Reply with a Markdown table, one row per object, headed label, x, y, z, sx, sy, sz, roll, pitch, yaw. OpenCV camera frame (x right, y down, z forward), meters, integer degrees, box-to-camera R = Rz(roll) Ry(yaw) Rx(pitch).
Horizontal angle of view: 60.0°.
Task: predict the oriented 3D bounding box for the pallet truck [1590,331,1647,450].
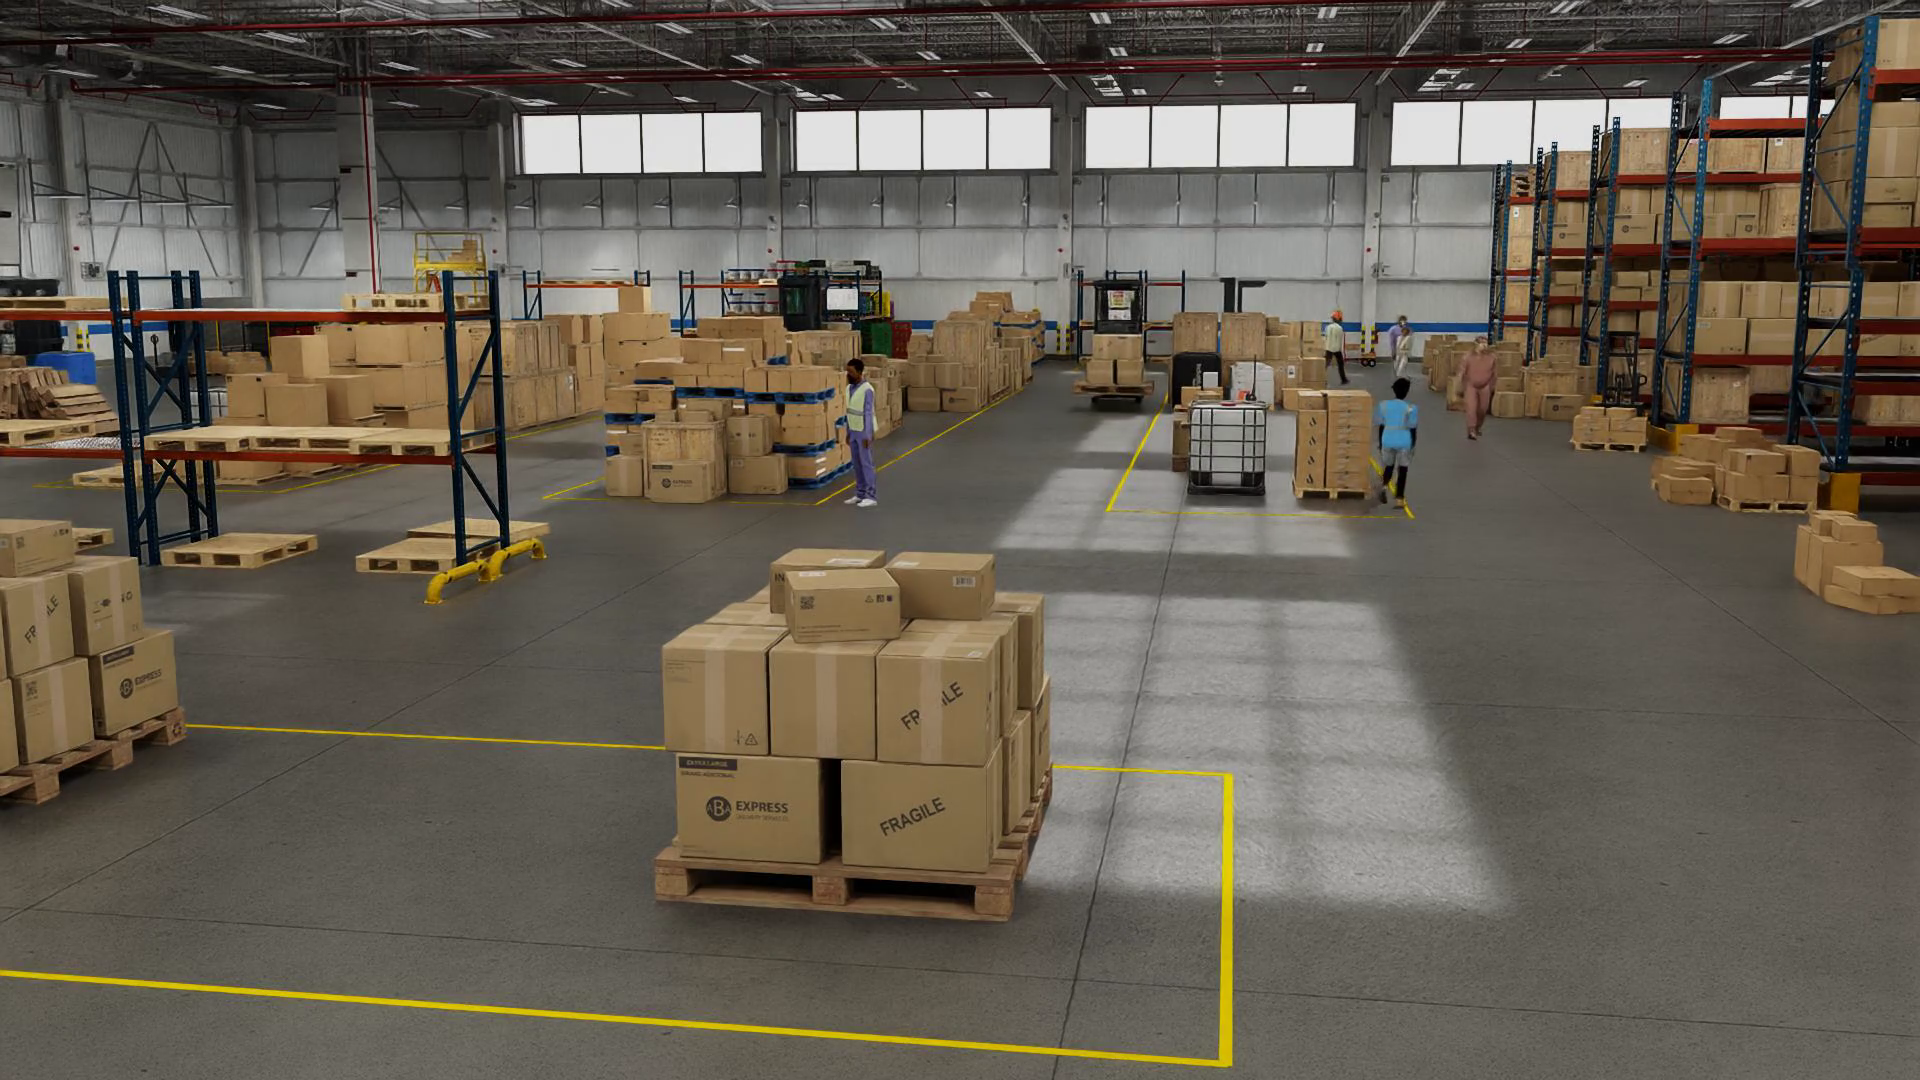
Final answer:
| label | x | y | z | sx | sy | sz | roll | pitch | yaw |
| --- | --- | --- | --- | --- | --- | --- | --- | --- | --- |
| pallet truck | 11.253 | -2.573 | 28.499 | 0.823 | 1.965 | 1.885 | 5 | 10 | 27 |

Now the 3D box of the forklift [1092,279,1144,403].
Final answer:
| label | x | y | z | sx | sy | sz | roll | pitch | yaw |
| --- | --- | --- | --- | --- | --- | --- | --- | --- | --- |
| forklift | 3.670 | -4.607 | 38.329 | 1.129 | 2.768 | 1.873 | 1 | 9 | 8 |

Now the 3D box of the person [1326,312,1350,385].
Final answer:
| label | x | y | z | sx | sy | sz | roll | pitch | yaw |
| --- | --- | --- | --- | --- | --- | --- | --- | --- | --- |
| person | 9.857 | -5.037 | 43.876 | 1.015 | 1.952 | 0.620 | -6 | 11 | -32 |

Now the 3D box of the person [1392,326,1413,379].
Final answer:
| label | x | y | z | sx | sy | sz | roll | pitch | yaw |
| --- | --- | --- | --- | --- | --- | --- | --- | --- | --- |
| person | 11.496 | -4.755 | 43.137 | 0.541 | 1.599 | 0.581 | -7 | 12 | -38 |

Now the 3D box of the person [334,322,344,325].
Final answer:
| label | x | y | z | sx | sy | sz | roll | pitch | yaw |
| --- | --- | --- | --- | --- | --- | --- | --- | --- | --- |
| person | -14.407 | -4.227 | 39.098 | 0.436 | 1.894 | 0.723 | 2 | 9 | 13 |

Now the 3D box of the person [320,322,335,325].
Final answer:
| label | x | y | z | sx | sy | sz | roll | pitch | yaw |
| --- | --- | --- | --- | --- | --- | --- | --- | --- | --- |
| person | -17.420 | -5.386 | 46.123 | 0.637 | 1.913 | 0.847 | -3 | 10 | -20 |

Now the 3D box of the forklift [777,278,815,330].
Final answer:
| label | x | y | z | sx | sy | sz | roll | pitch | yaw |
| --- | --- | --- | --- | --- | --- | --- | --- | --- | --- |
| forklift | -4.169 | -5.272 | 42.430 | 1.129 | 2.768 | 1.873 | 3 | 10 | 15 |

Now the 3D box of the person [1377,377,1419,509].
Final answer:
| label | x | y | z | sx | sy | sz | roll | pitch | yaw |
| --- | --- | --- | --- | --- | --- | --- | --- | --- | --- |
| person | 5.558 | -1.223 | 21.110 | 0.541 | 1.679 | 0.396 | 6 | 11 | 35 |

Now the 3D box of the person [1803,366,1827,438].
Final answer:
| label | x | y | z | sx | sy | sz | roll | pitch | yaw |
| --- | --- | --- | --- | --- | --- | --- | --- | --- | --- |
| person | 15.369 | -2.783 | 29.967 | 0.499 | 1.944 | 0.603 | 0 | 9 | 0 |

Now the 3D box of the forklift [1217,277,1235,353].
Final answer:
| label | x | y | z | sx | sy | sz | roll | pitch | yaw |
| --- | --- | --- | --- | --- | --- | --- | --- | --- | --- |
| forklift | 7.793 | -6.235 | 48.367 | 1.873 | 2.768 | 1.129 | 1 | 9 | 9 |

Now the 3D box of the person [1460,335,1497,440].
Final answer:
| label | x | y | z | sx | sy | sz | roll | pitch | yaw |
| --- | --- | --- | --- | --- | --- | --- | --- | --- | --- |
| person | 9.307 | -2.746 | 29.888 | 0.658 | 1.893 | 0.478 | 0 | 9 | 3 |

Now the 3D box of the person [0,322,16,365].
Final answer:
| label | x | y | z | sx | sy | sz | roll | pitch | yaw |
| --- | --- | --- | --- | --- | --- | --- | --- | --- | --- |
| person | -26.414 | -5.268 | 46.255 | 0.616 | 1.623 | 0.522 | 9 | 13 | 43 |

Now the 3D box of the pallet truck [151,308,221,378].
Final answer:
| label | x | y | z | sx | sy | sz | roll | pitch | yaw |
| --- | --- | --- | --- | --- | --- | --- | --- | --- | --- |
| pallet truck | -21.869 | -5.598 | 47.154 | 0.823 | 1.965 | 1.885 | 4 | 10 | 26 |

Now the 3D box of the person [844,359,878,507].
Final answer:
| label | x | y | z | sx | sy | sz | roll | pitch | yaw |
| --- | --- | --- | --- | --- | --- | --- | --- | --- | --- |
| person | -1.282 | -1.387 | 21.476 | 0.393 | 1.910 | 0.586 | -6 | 11 | -32 |

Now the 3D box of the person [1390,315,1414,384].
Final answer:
| label | x | y | z | sx | sy | sz | roll | pitch | yaw |
| --- | --- | --- | --- | --- | --- | --- | --- | --- | --- |
| person | 11.477 | -4.915 | 43.294 | 0.620 | 1.895 | 1.038 | 1 | 9 | 4 |

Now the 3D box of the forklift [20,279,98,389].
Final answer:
| label | x | y | z | sx | sy | sz | roll | pitch | yaw |
| --- | --- | --- | --- | --- | --- | --- | --- | --- | --- |
| forklift | -21.642 | -4.773 | 39.353 | 1.873 | 2.768 | 1.129 | 1 | 9 | 9 |
